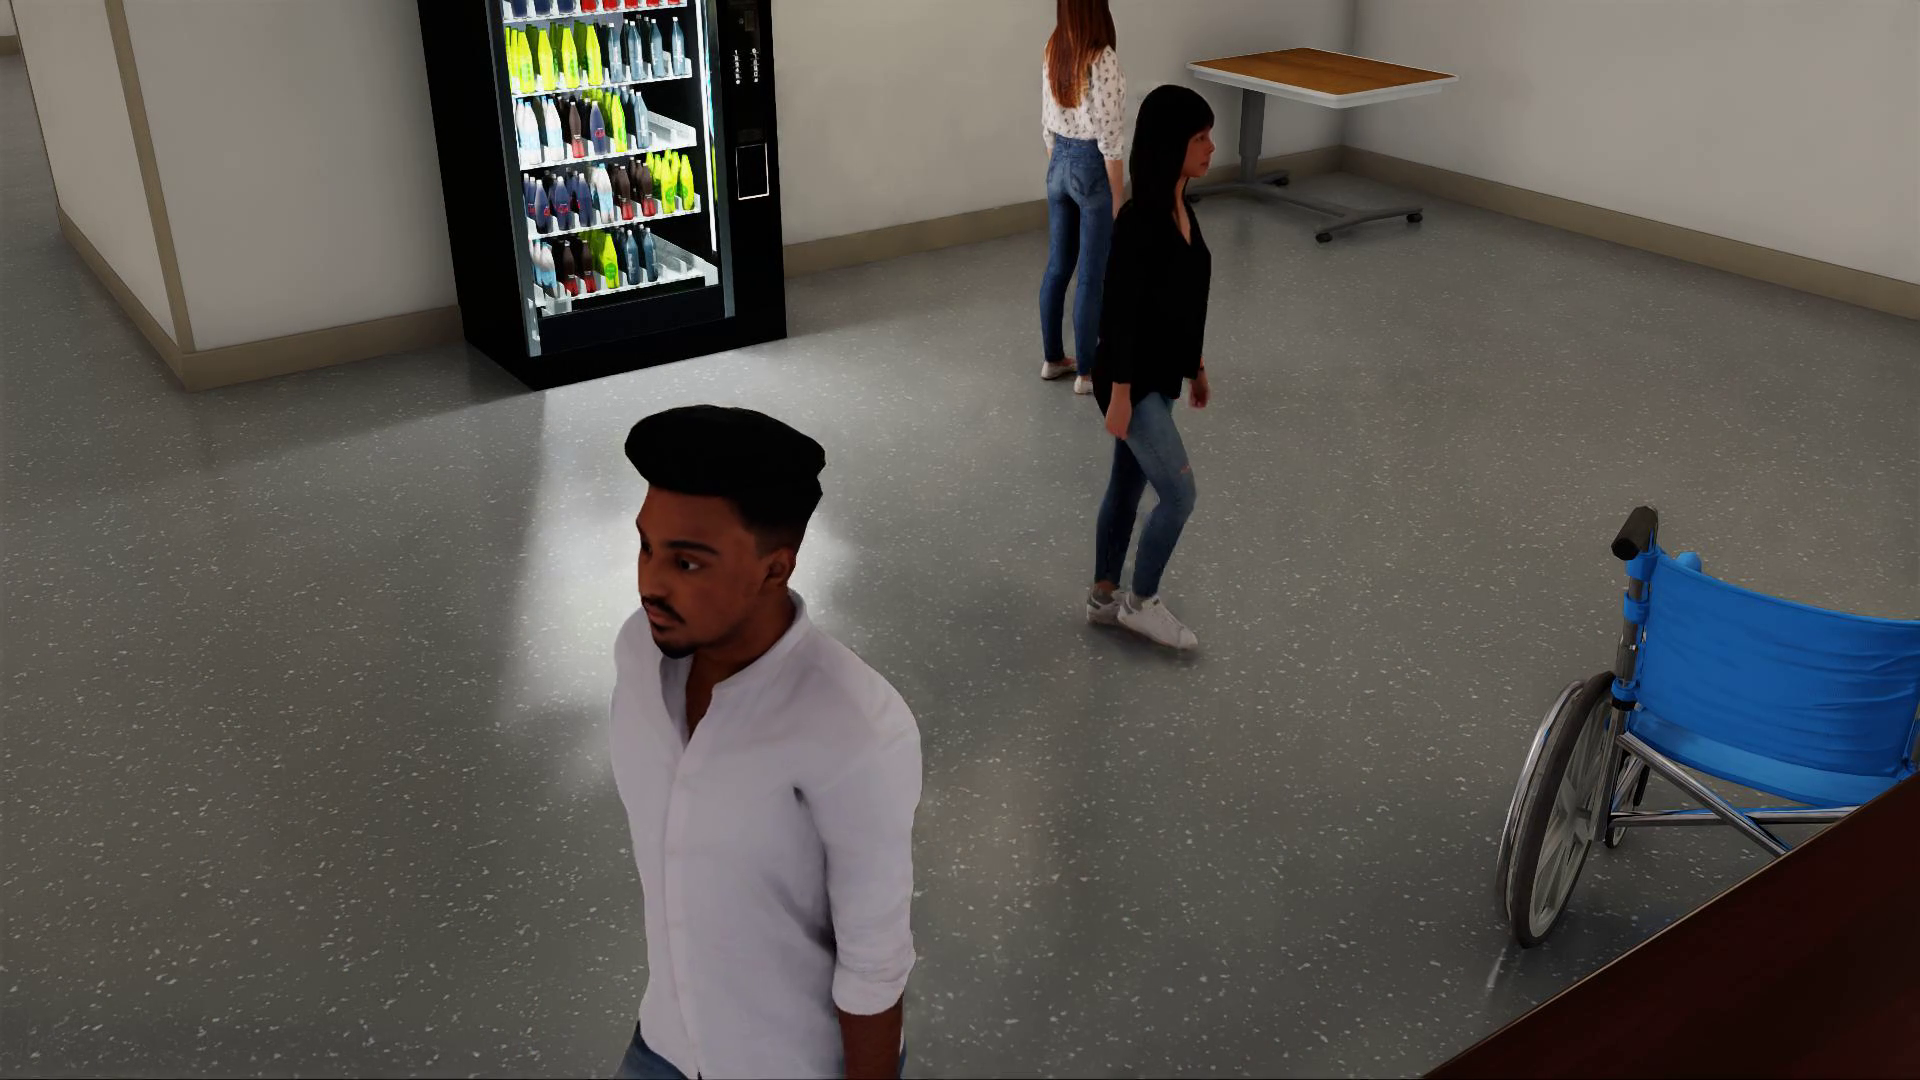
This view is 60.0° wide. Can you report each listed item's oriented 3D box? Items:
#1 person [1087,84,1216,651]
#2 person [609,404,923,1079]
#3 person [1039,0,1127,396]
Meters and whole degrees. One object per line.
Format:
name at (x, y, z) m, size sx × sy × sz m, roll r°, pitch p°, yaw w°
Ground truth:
person at (0.459, -0.473, 4.778) m, size 0.779 × 1.638 × 0.700 m, roll 9°, pitch 27°, yaw 19°
person at (-0.195, 0.634, 2.317) m, size 0.899 × 1.780 × 1.235 m, roll 18°, pitch 31°, yaw 32°
person at (0.491, -1.456, 6.710) m, size 0.504 × 1.728 × 0.570 m, roll -18°, pitch 31°, yaw -32°
